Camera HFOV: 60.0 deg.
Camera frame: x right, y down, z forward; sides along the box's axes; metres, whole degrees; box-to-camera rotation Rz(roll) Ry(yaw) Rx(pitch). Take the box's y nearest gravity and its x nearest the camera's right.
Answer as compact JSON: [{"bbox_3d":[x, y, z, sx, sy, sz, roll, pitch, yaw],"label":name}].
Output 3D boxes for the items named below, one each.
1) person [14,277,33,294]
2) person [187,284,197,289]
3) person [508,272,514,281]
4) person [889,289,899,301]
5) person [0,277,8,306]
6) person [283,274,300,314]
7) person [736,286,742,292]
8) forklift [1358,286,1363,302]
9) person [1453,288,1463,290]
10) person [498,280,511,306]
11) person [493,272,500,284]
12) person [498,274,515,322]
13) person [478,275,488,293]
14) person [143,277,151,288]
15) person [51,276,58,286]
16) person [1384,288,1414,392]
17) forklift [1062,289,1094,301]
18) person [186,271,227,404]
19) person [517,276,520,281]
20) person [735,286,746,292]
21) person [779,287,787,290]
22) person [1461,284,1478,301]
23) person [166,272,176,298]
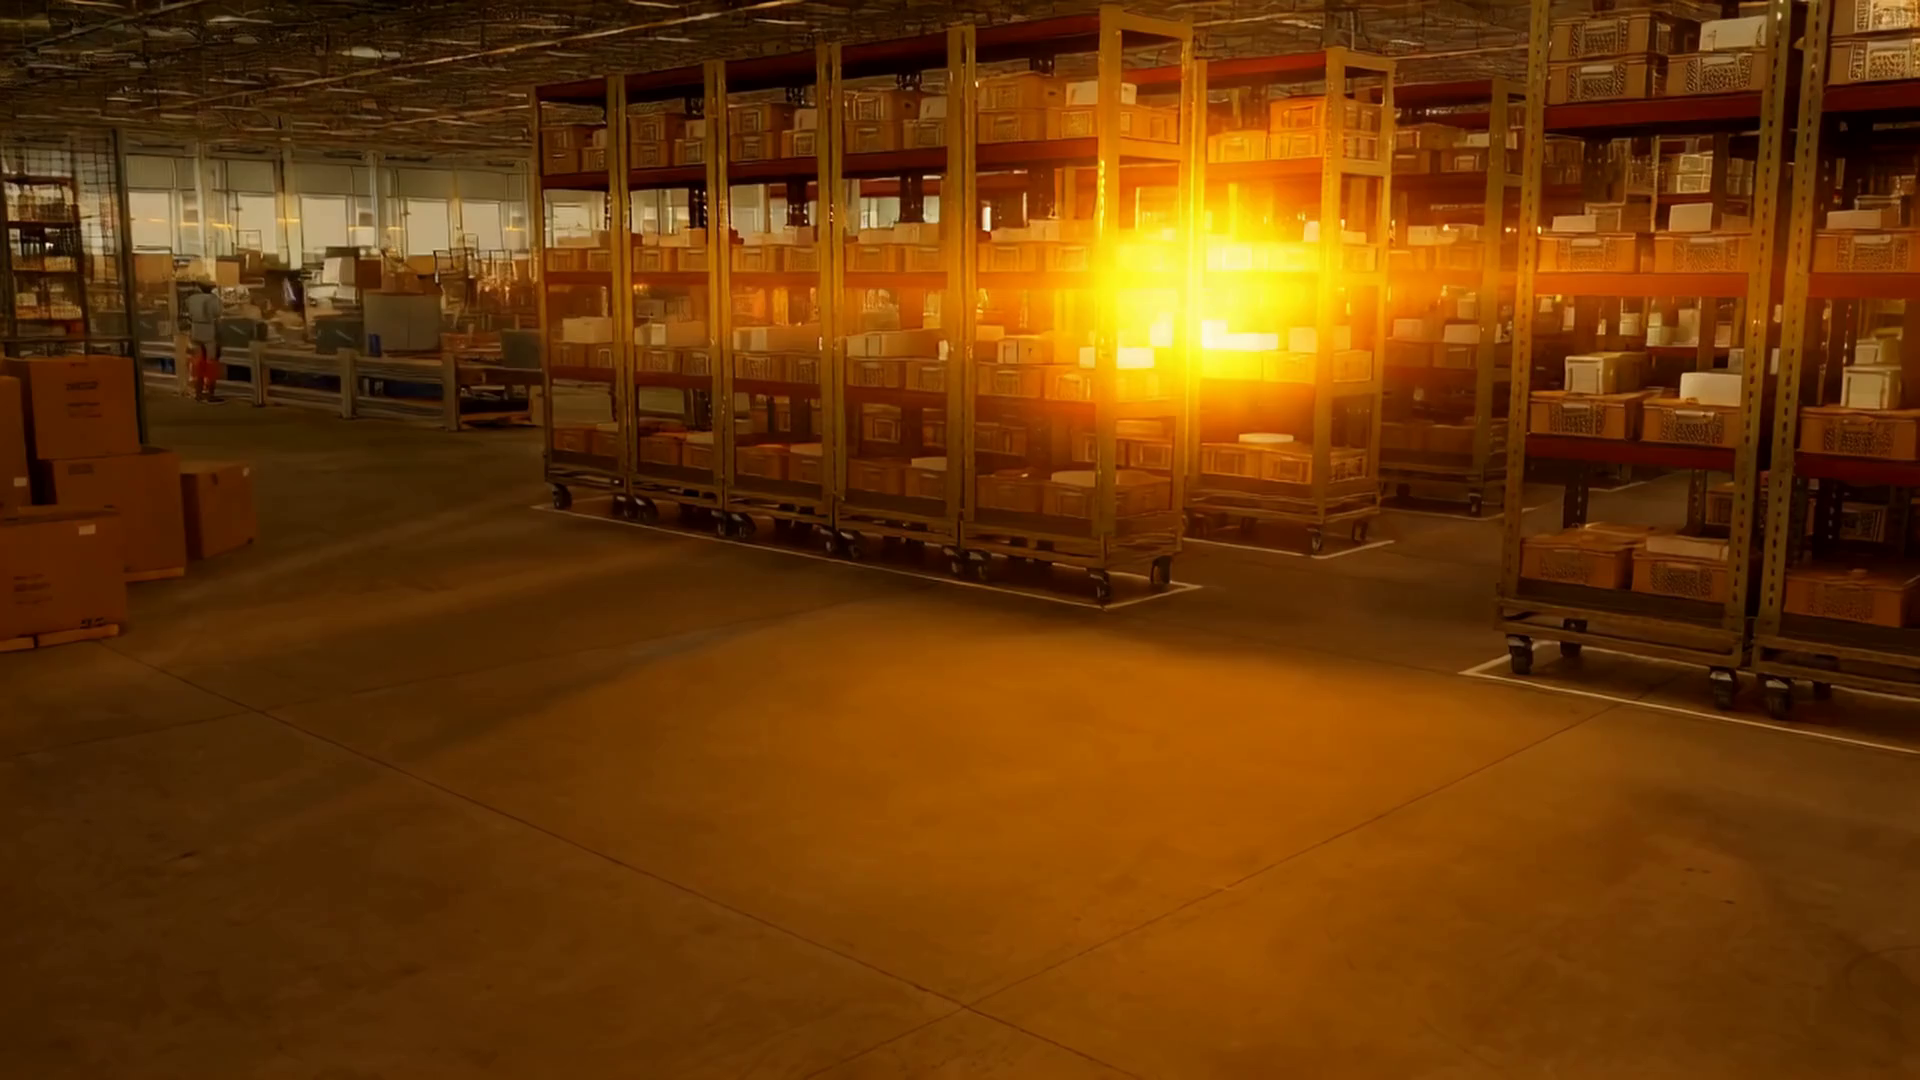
[{"bbox_3d":[-29.852,-7.540,53.103,0.542,1.928,0.399,-9,13,-43],"label":"person"},{"bbox_3d":[-26.974,-8.385,58.497,0.502,1.861,0.328,5,11,28],"label":"person"},{"bbox_3d":[-23.244,-12.943,86.377,0.597,1.886,0.995,8,12,40],"label":"person"},{"bbox_3d":[-2.368,-8.649,59.685,0.388,1.992,0.622,4,10,21],"label":"person"},{"bbox_3d":[-45.036,-11.572,78.251,0.975,1.797,0.626,-6,11,-32],"label":"person"},{"bbox_3d":[-25.251,-9.084,62.724,0.897,1.882,0.583,-1,9,-7],"label":"person"},{"bbox_3d":[-8.075,-8.849,61.697,0.594,1.749,0.529,-2,10,-14],"label":"person"},{"bbox_3d":[11.100,-7.017,46.970,1.873,2.768,1.129,9,13,43],"label":"forklift"},{"bbox_3d":[18.088,-8.788,60.491,0.893,2.018,0.608,-9,13,-43],"label":"person"},{"bbox_3d":[-15.999,-8.289,58.416,0.540,1.692,0.321,6,11,31],"label":"person"},{"bbox_3d":[-26.154,-14.170,93.779,0.577,1.908,0.451,-1,9,-5],"label":"person"},{"bbox_3d":[-16.841,-8.916,61.655,0.991,1.882,0.557,-3,10,-20],"label":"person"},{"bbox_3d":[-17.287,-8.682,60.332,0.405,1.848,0.562,-6,11,-34],"label":"person"},{"bbox_3d":[-34.851,-10.429,71.377,0.403,1.729,0.507,-1,9,-6],"label":"person"},{"bbox_3d":[-41.365,-11.303,76.153,0.620,1.930,0.550,0,9,-2],"label":"person"},{"bbox_3d":[6.304,-2.722,23.941,0.660,1.807,0.608,4,10,23],"label":"person"},{"bbox_3d":[4.302,-10.109,65.926,1.873,2.768,1.129,9,13,43],"label":"forklift"},{"bbox_3d":[-11.539,-3.091,25.504,0.603,2.035,0.403,5,10,26],"label":"person"},{"bbox_3d":[-25.112,-14.208,94.710,0.534,1.684,0.377,2,9,9],"label":"person"},{"bbox_3d":[-8.389,-9.130,62.490,0.690,2.000,0.538,-1,9,-6],"label":"person"},{"bbox_3d":[-6.686,-8.974,62.518,0.847,1.722,0.546,6,11,34],"label":"person"},{"bbox_3d":[10.085,-4.285,33.085,0.392,1.948,0.611,0,9,-1],"label":"person"},{"bbox_3d":[-32.728,-10.158,69.109,0.373,1.940,0.628,-1,9,-7],"label":"person"}]
